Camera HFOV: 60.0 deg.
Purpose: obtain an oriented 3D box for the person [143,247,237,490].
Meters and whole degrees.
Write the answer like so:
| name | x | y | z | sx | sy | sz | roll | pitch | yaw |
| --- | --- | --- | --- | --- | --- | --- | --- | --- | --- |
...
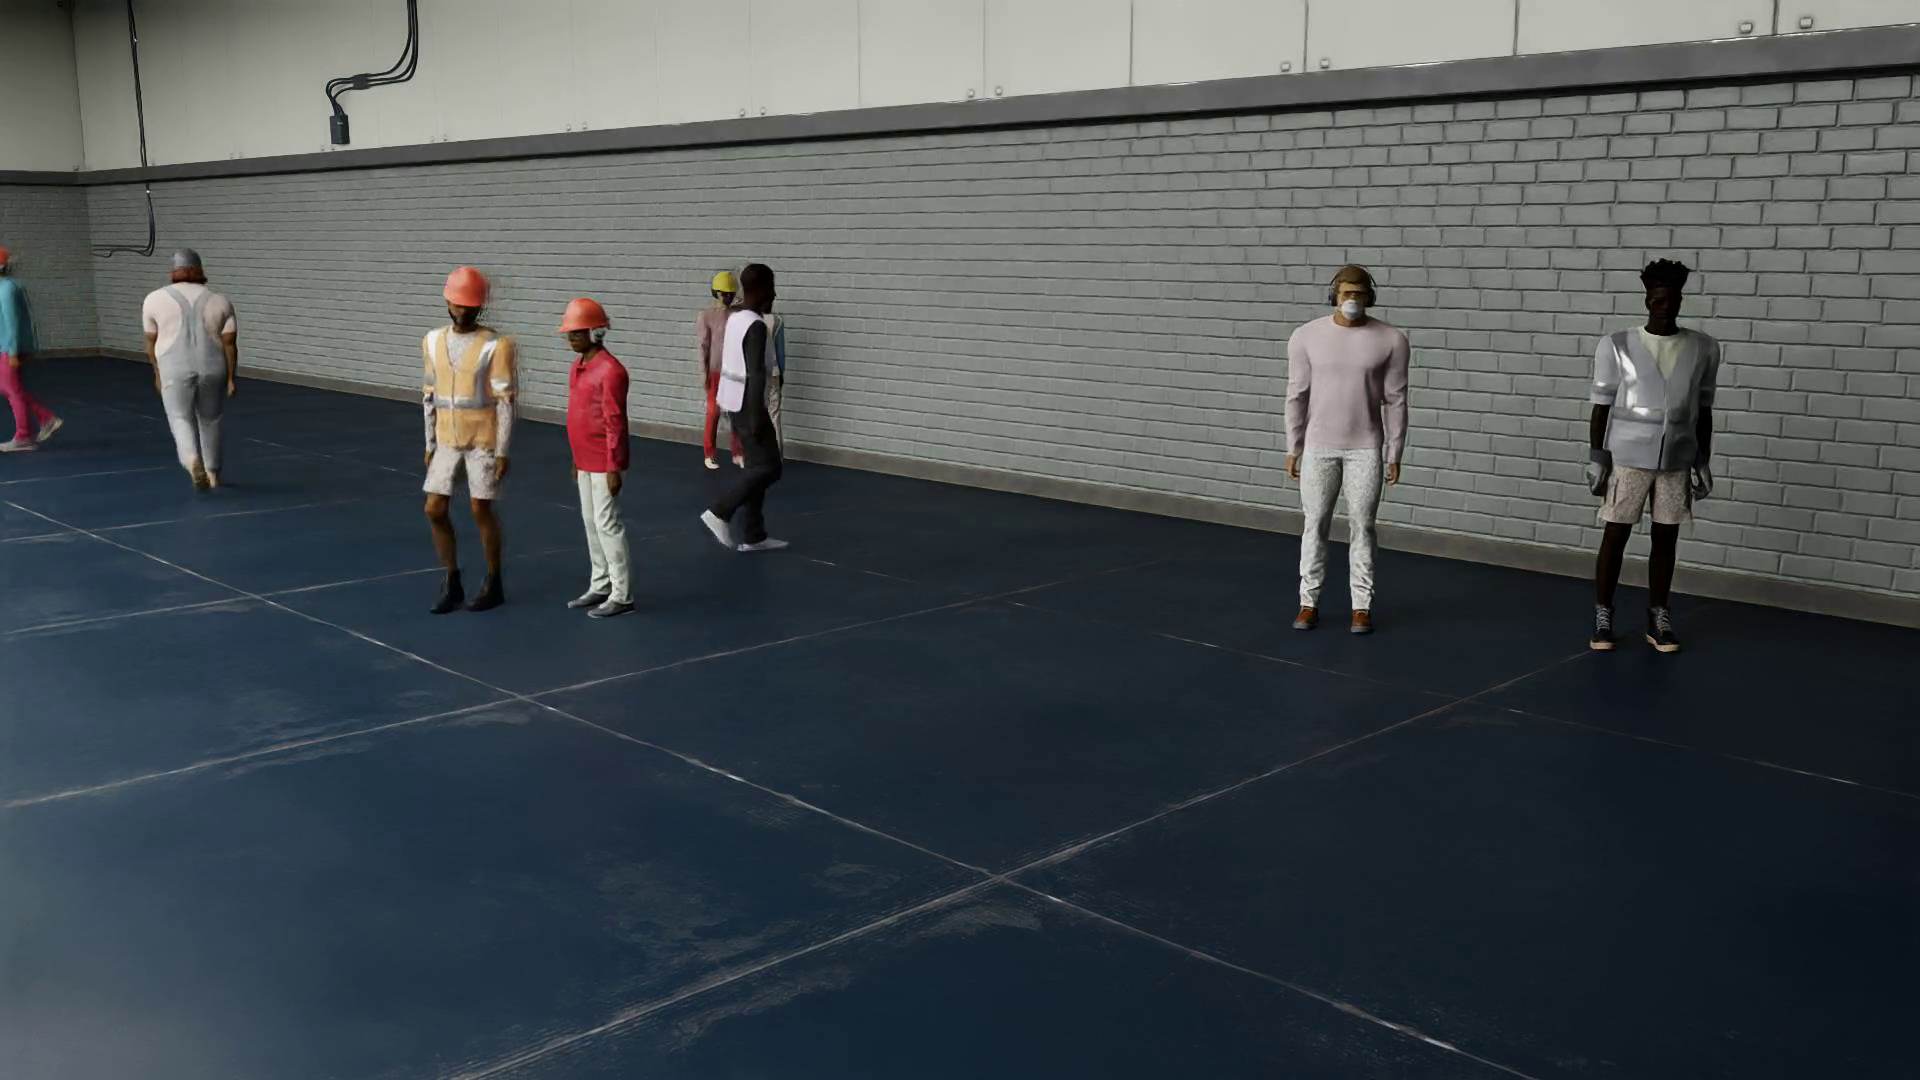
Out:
| name | x | y | z | sx | sy | sz | roll | pitch | yaw |
| --- | --- | --- | --- | --- | --- | --- | --- | --- | --- |
| person | -6.179 | -1.391 | 13.429 | 0.683 | 2.000 | 0.868 | -6 | 12 | -31 |

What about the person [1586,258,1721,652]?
| name | x | y | z | sx | sy | sz | roll | pitch | yaw |
| --- | --- | --- | --- | --- | --- | --- | --- | --- | --- |
| person | 3.445 | -0.412 | 8.294 | 0.614 | 1.963 | 0.362 | 1 | 10 | 6 |

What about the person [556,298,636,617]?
| name | x | y | z | sx | sy | sz | roll | pitch | yaw |
| --- | --- | --- | --- | --- | --- | --- | --- | --- | --- |
| person | -2.006 | -0.448 | 9.108 | 0.363 | 1.743 | 0.586 | -7 | 12 | -32 |

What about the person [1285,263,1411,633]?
| name | x | y | z | sx | sy | sz | roll | pitch | yaw |
| --- | --- | --- | --- | --- | --- | --- | --- | --- | --- |
| person | 2.020 | -0.472 | 8.727 | 0.629 | 1.934 | 0.369 | 3 | 11 | 15 |

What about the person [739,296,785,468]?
| name | x | y | z | sx | sy | sz | roll | pitch | yaw |
| --- | --- | --- | --- | --- | --- | --- | --- | --- | --- |
| person | -1.793 | -1.442 | 14.808 | 0.513 | 1.639 | 0.311 | -5 | 12 | -27 |

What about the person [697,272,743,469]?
| name | x | y | z | sx | sy | sz | roll | pitch | yaw |
| --- | --- | --- | --- | --- | --- | --- | --- | --- | --- |
| person | -2.087 | -1.504 | 14.835 | 0.524 | 1.757 | 0.354 | -7 | 13 | -35 |

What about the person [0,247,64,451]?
| name | x | y | z | sx | sy | sz | roll | pitch | yaw |
| --- | --- | --- | --- | --- | --- | --- | --- | --- | --- |
| person | -9.125 | -1.848 | 16.065 | 0.557 | 1.983 | 0.656 | -6 | 12 | -29 |

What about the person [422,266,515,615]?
| name | x | y | z | sx | sy | sz | roll | pitch | yaw |
| --- | --- | --- | --- | --- | --- | --- | --- | --- | --- |
| person | -2.737 | -0.531 | 9.099 | 0.599 | 1.903 | 0.584 | 3 | 11 | 14 |

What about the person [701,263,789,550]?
| name | x | y | z | sx | sy | sz | roll | pitch | yaw |
| --- | --- | --- | --- | --- | --- | --- | --- | --- | --- |
| person | -1.403 | -0.844 | 10.829 | 0.509 | 1.898 | 0.606 | -4 | 11 | -20 |
